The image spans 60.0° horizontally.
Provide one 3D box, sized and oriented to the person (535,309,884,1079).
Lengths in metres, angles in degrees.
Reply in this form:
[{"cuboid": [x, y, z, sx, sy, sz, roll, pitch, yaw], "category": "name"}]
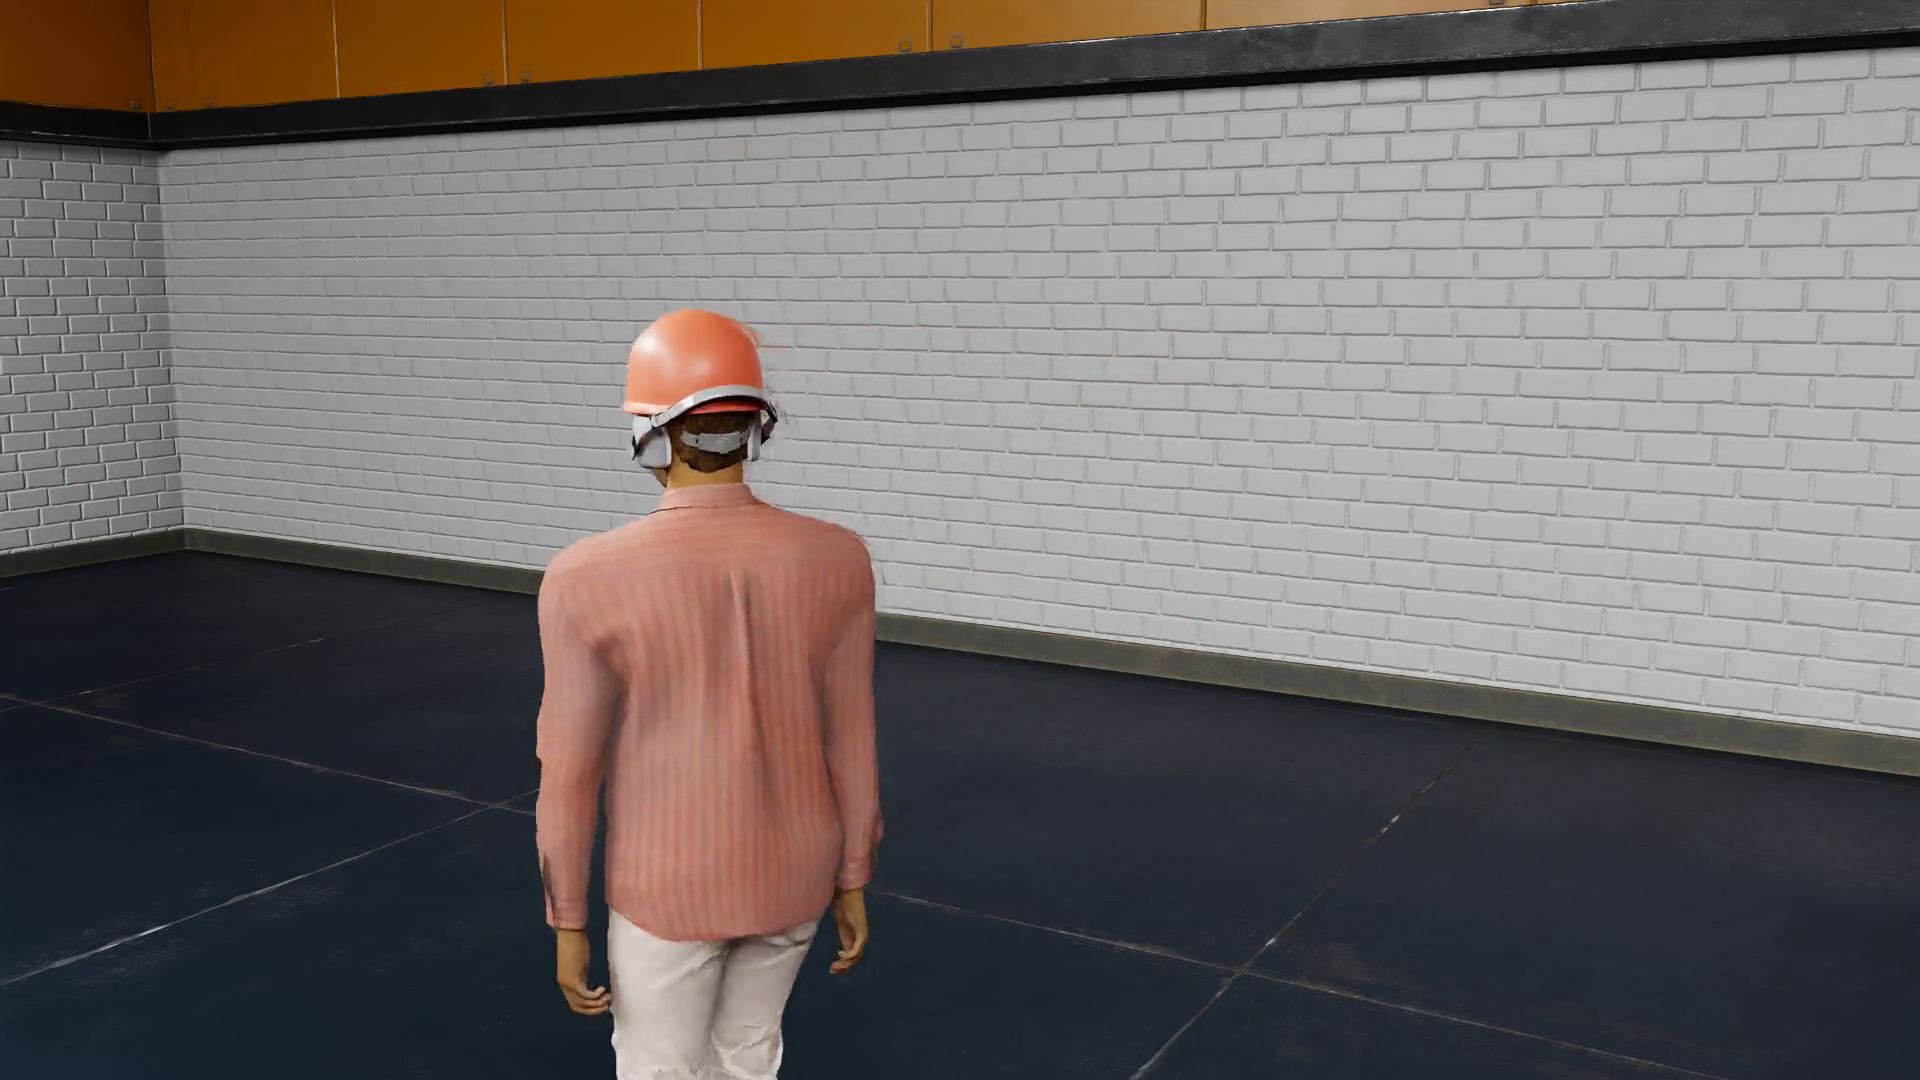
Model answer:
[{"cuboid": [-0.386, 0.599, 2.836, 0.609, 1.972, 0.771, -5, 10, -29], "category": "person"}]
